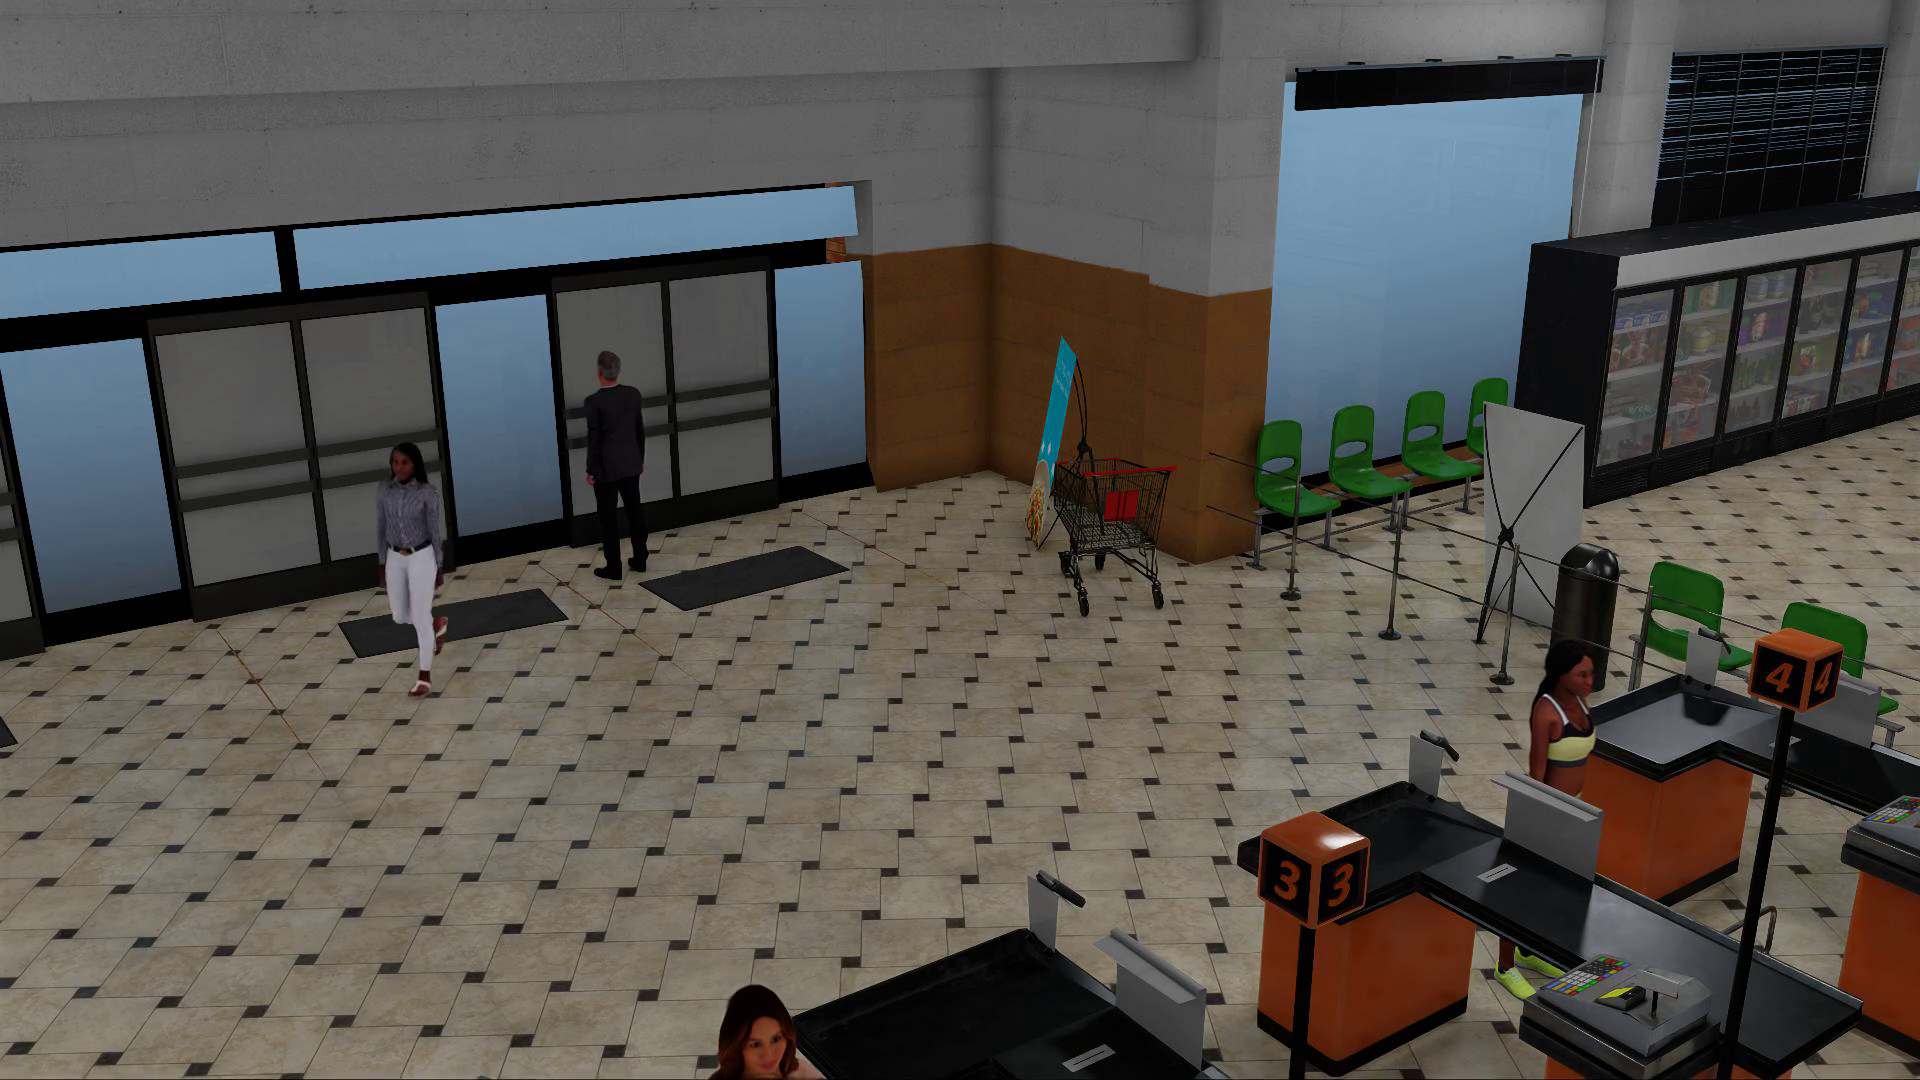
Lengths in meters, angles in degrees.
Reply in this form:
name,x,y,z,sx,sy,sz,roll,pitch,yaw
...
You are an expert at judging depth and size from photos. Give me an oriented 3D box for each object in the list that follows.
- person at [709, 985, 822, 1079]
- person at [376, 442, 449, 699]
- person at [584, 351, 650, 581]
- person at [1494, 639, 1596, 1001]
name,x,y,z,sx,sy,sz,roll,pitch,yaw
person,-0.616,2.152,5.156,0.611,1.792,0.554,-10,21,-27
person,-3.647,0.163,11.187,0.967,1.707,1.017,4,19,10
person,-2.750,-0.604,13.253,0.663,1.840,0.772,17,25,40
person,2.740,1.283,7.790,0.574,1.754,0.525,-15,24,-37
